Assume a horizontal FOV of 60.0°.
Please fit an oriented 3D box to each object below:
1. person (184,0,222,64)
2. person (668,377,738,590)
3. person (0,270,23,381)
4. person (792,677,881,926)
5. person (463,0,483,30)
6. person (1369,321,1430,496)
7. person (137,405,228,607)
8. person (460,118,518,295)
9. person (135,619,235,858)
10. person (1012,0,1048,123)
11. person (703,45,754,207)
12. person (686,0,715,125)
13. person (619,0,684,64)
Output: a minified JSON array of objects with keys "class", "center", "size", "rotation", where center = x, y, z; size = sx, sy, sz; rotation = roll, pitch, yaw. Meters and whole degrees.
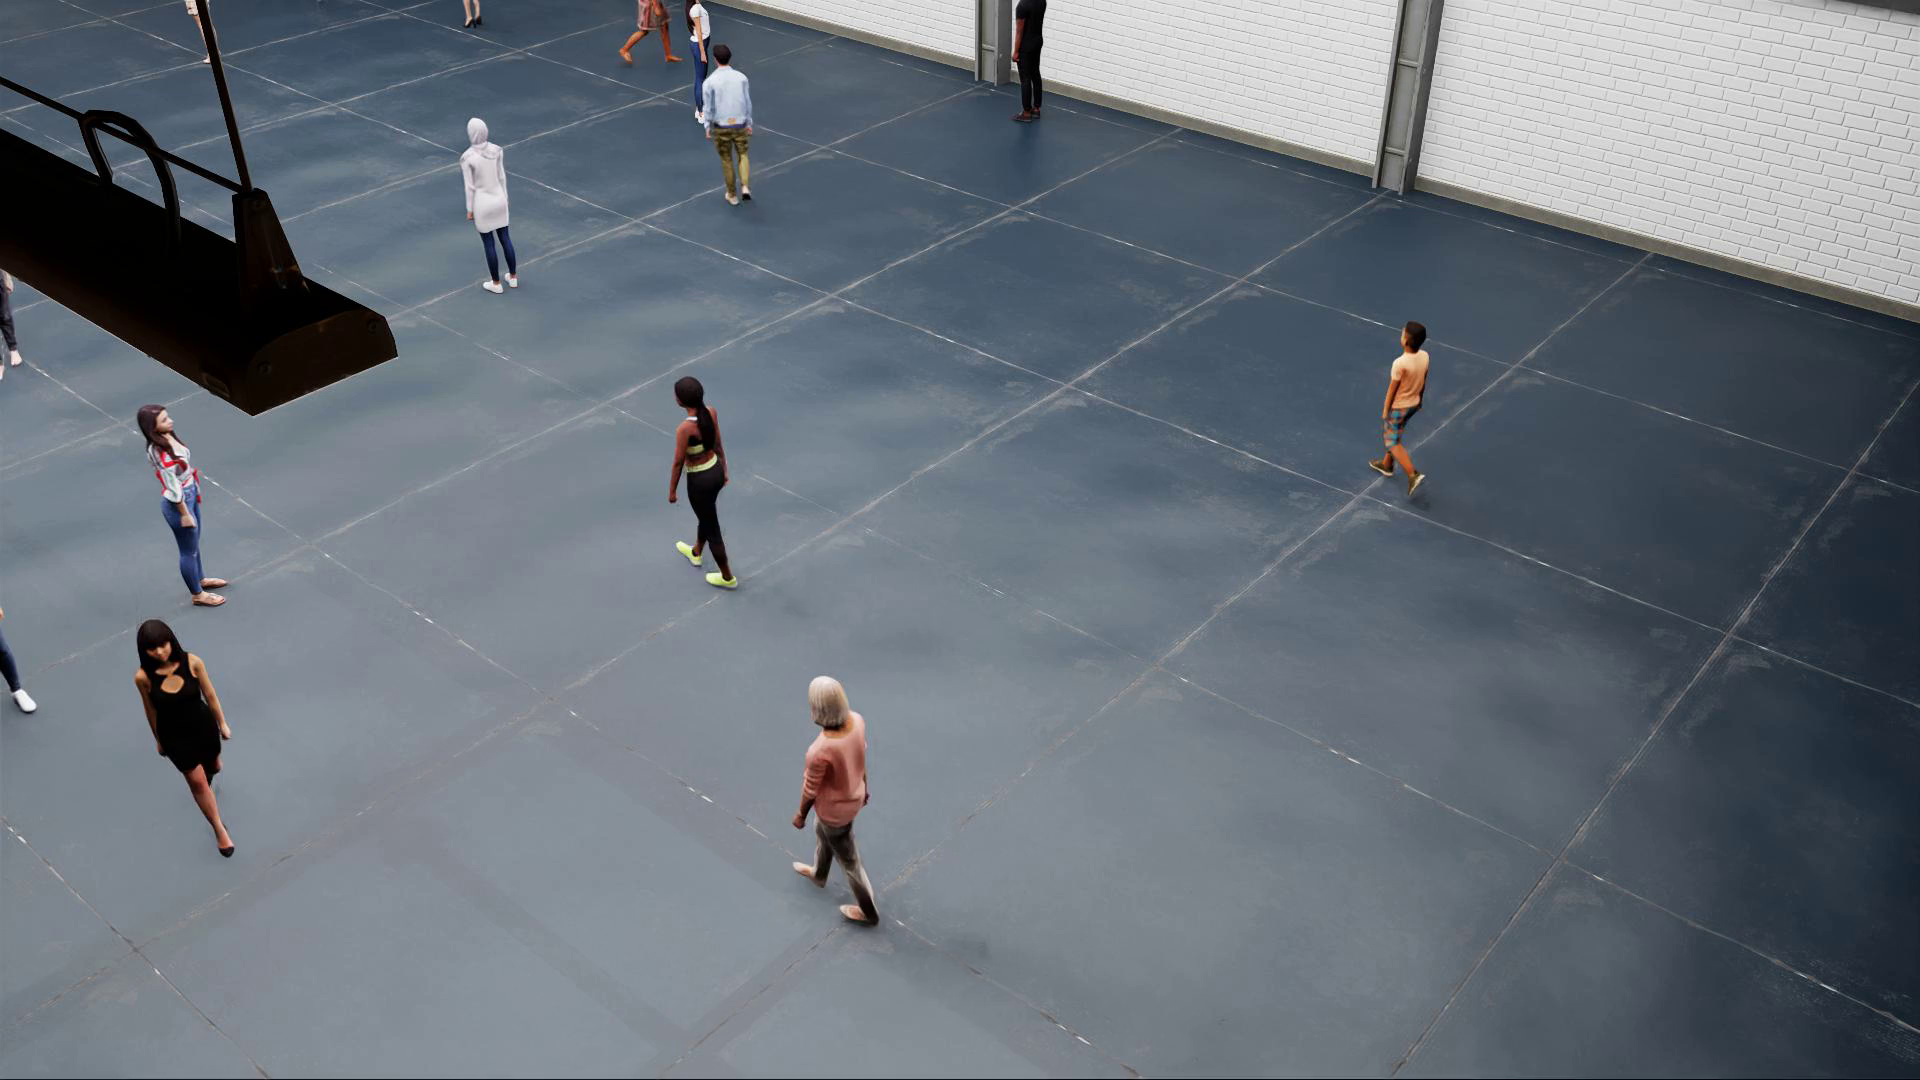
[{"class":"person","center":[-10.438,-7.414,22.757],"size":[0.684,1.736,0.665],"rotation":[5,34,7]},{"class":"person","center":[-1.810,-0.382,12.177],"size":[0.921,1.735,0.665],"rotation":[20,39,27]},{"class":"person","center":[-8.933,-2.399,15.203],"size":[0.807,1.745,0.943],"rotation":[-17,37,-24]},{"class":"person","center":[-0.607,1.514,9.357],"size":[0.952,1.700,0.715],"rotation":[16,37,22]},{"class":"person","center":[-7.175,-8.302,24.083],"size":[0.636,1.746,0.657],"rotation":[16,37,22]},{"class":"person","center":[3.628,-1.058,13.460],"size":[0.695,1.442,0.952],"rotation":[-19,38,-27]},{"class":"person","center":[-5.688,-0.269,12.118],"size":[0.723,1.613,0.630],"rotation":[-8,34,-11]},{"class":"person","center":[-4.687,-3.331,16.579],"size":[0.630,1.776,0.553],"rotation":[-27,42,-35]},{"class":"person","center":[-4.647,1.122,10.010],"size":[0.774,1.629,1.033],"rotation":[-18,38,-25]},{"class":"person","center":[0.870,-6.154,20.786],"size":[0.550,1.819,0.663],"rotation":[26,42,34]},{"class":"person","center":[-2.521,-4.549,18.386],"size":[0.848,1.802,0.890],"rotation":[-12,35,-18]},{"class":"person","center":[-3.261,-6.114,20.766],"size":[0.726,1.775,0.639],"rotation":[-7,34,-10]},{"class":"person","center":[-4.298,-7.267,22.643],"size":[1.146,1.616,1.053],"rotation":[-1,34,-1]}]
